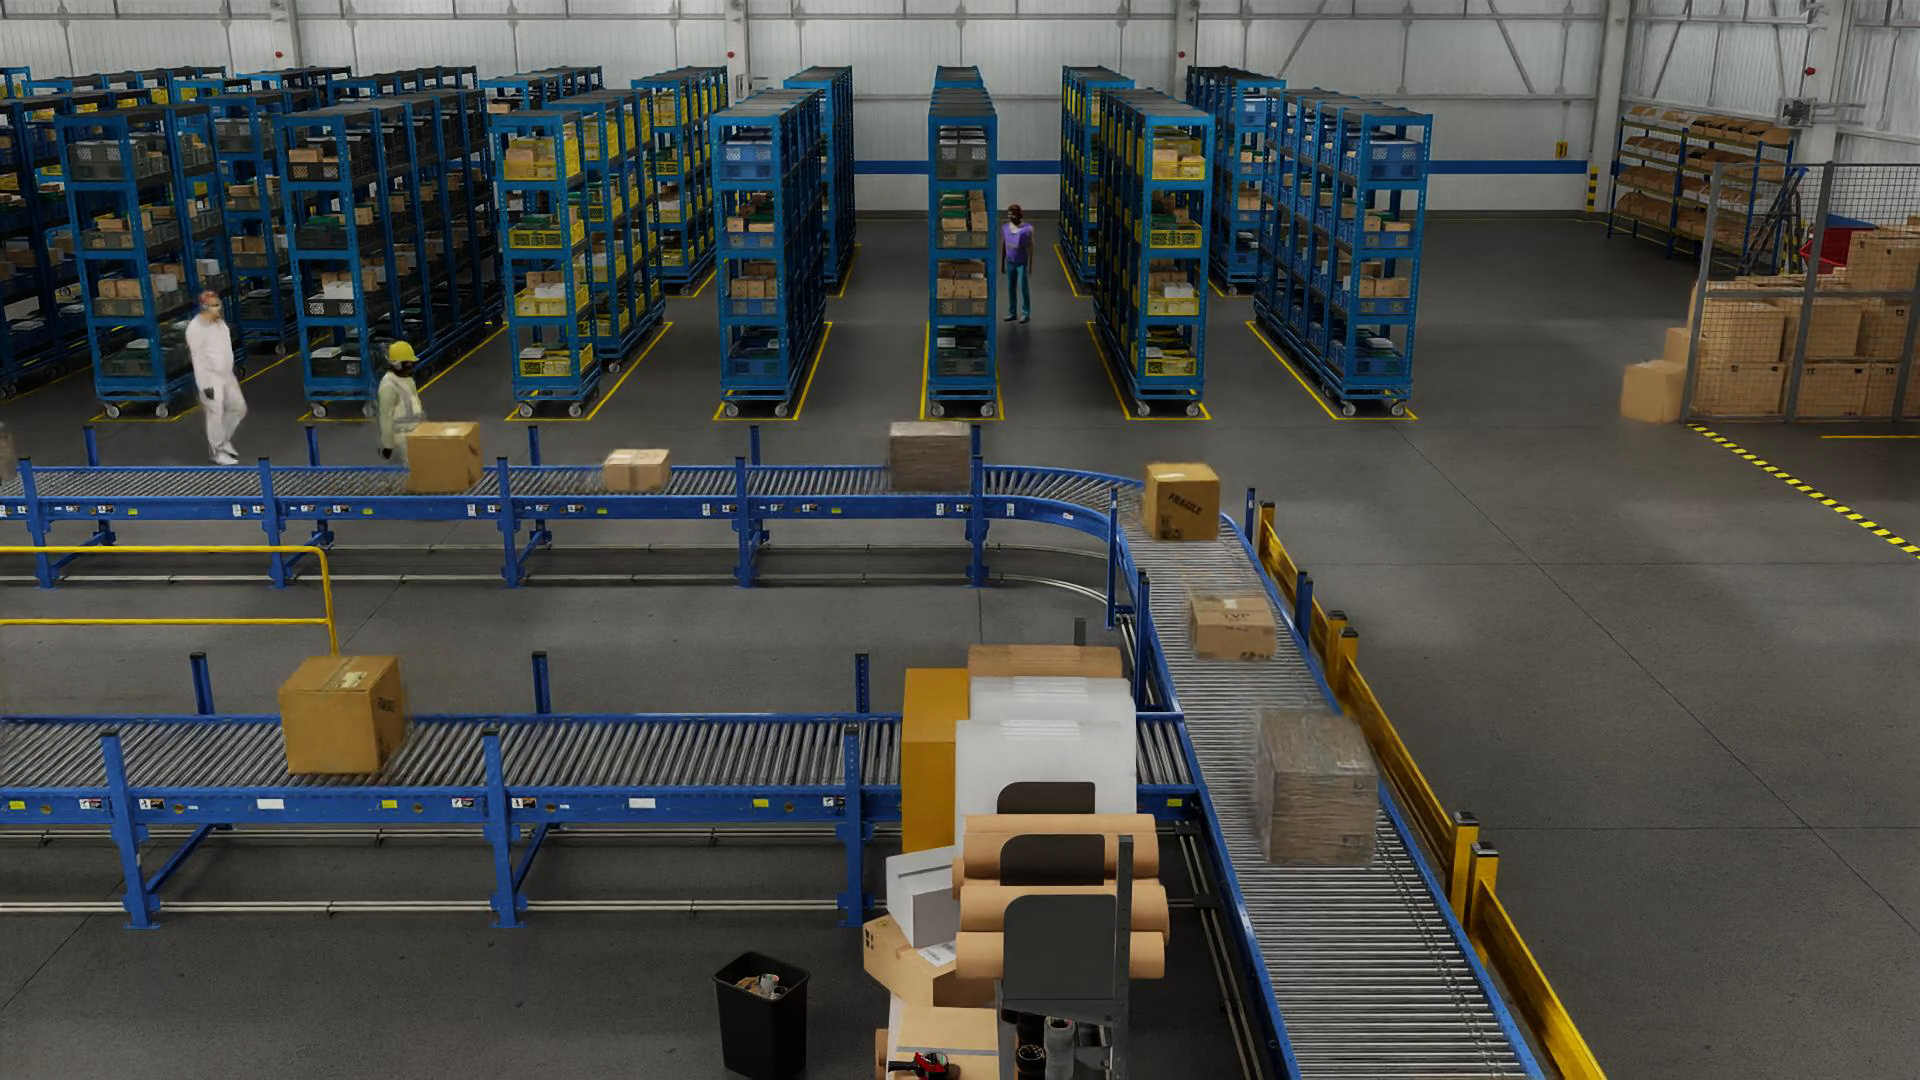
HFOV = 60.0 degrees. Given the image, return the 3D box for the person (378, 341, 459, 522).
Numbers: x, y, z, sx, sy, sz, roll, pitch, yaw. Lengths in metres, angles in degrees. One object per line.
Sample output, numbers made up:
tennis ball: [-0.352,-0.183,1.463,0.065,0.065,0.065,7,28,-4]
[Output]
person: [-5.371,-1.039,15.971,0.955,1.780,0.585,-1,18,-4]

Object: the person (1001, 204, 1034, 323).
person: [0.892,-4.319,25.986,0.569,1.831,0.411,11,21,31]

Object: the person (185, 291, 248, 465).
person: [-7.998,-1.735,17.932,0.420,1.895,0.660,3,18,10]
